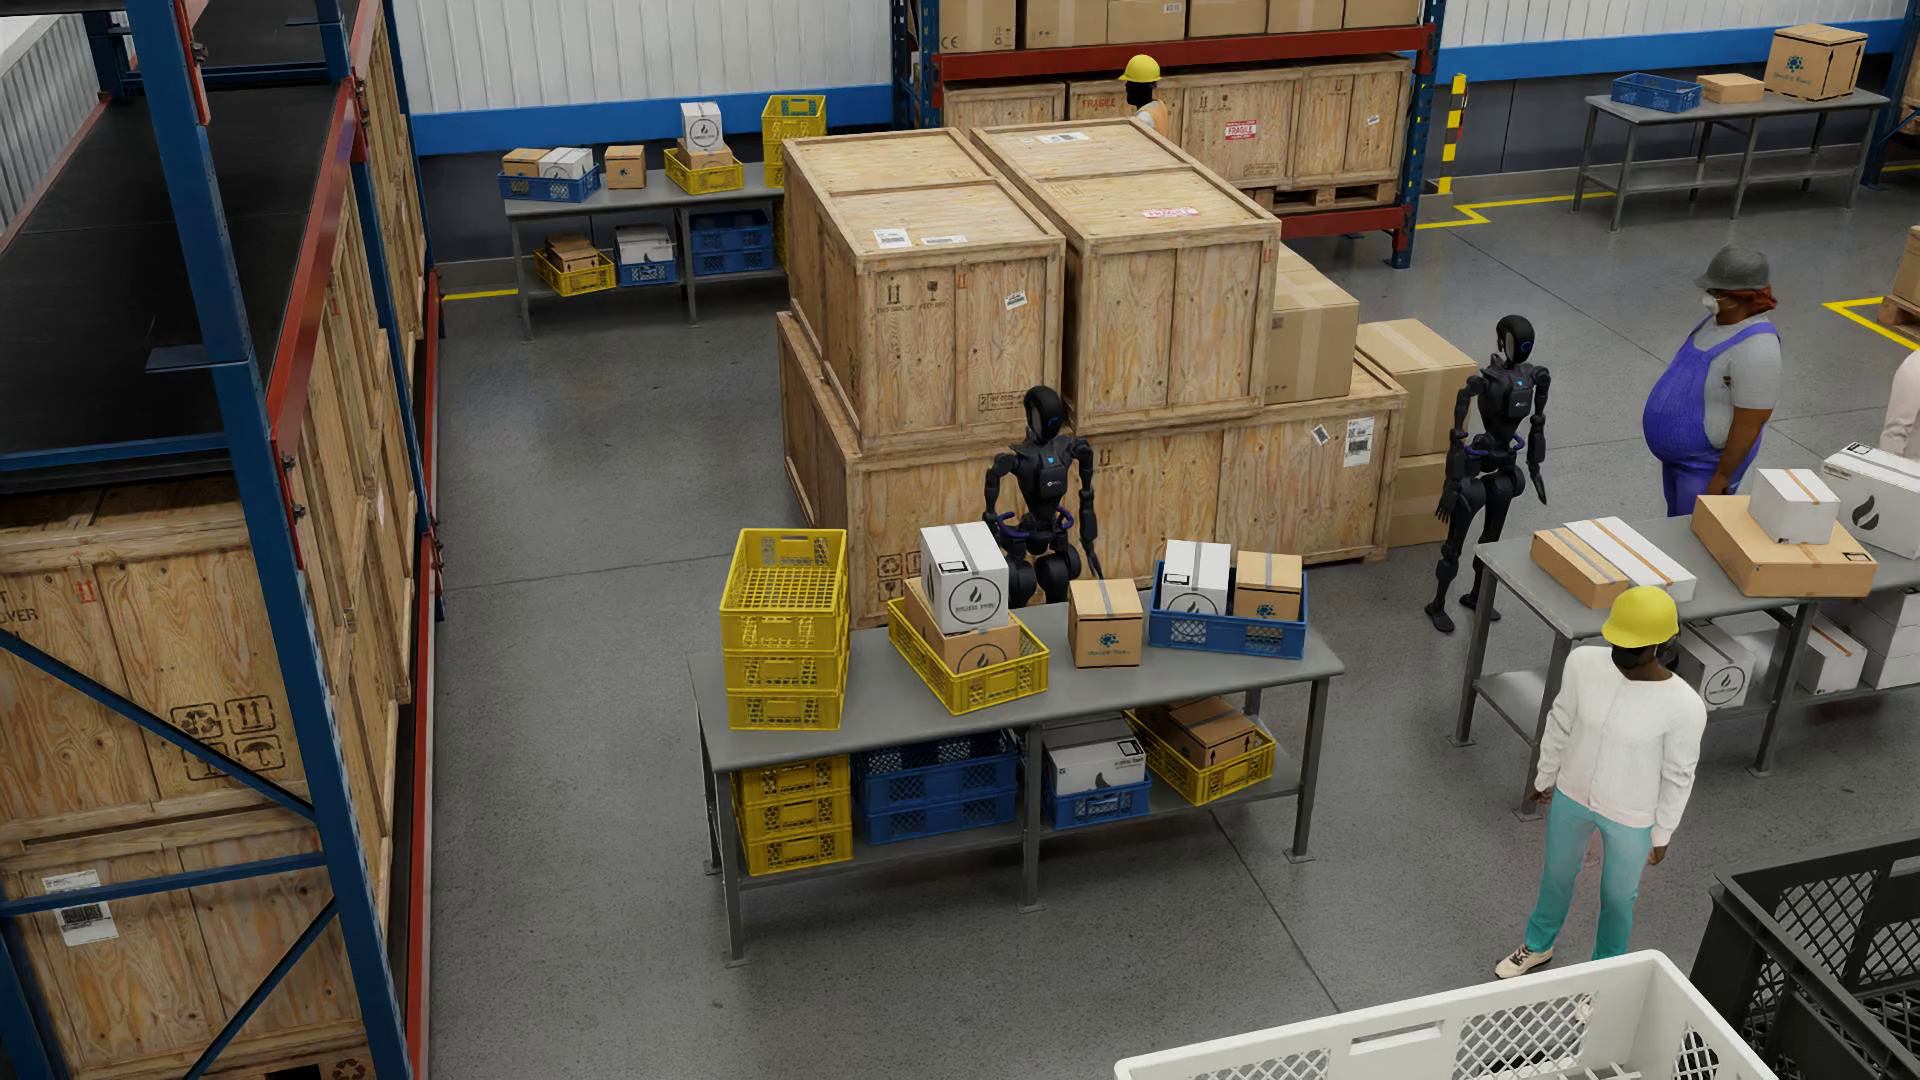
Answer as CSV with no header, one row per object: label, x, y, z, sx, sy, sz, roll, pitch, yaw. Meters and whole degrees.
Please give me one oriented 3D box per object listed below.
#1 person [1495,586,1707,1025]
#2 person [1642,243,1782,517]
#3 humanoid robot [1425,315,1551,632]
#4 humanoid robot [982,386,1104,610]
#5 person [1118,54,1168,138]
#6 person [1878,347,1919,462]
person,2.268,0.932,5.870,0.310,1.767,0.532,-24,37,-37
person,3.607,-0.476,8.146,0.536,2.000,0.687,3,29,6
humanoid robot,2.630,-0.323,8.229,0.590,1.657,0.327,-11,31,-19
humanoid robot,0.360,0.075,7.507,0.616,1.656,0.309,-13,31,-22
person,1.275,-2.501,11.938,0.367,1.927,0.586,10,30,18
person,4.590,-0.322,7.929,0.616,1.990,0.394,-13,31,-22
